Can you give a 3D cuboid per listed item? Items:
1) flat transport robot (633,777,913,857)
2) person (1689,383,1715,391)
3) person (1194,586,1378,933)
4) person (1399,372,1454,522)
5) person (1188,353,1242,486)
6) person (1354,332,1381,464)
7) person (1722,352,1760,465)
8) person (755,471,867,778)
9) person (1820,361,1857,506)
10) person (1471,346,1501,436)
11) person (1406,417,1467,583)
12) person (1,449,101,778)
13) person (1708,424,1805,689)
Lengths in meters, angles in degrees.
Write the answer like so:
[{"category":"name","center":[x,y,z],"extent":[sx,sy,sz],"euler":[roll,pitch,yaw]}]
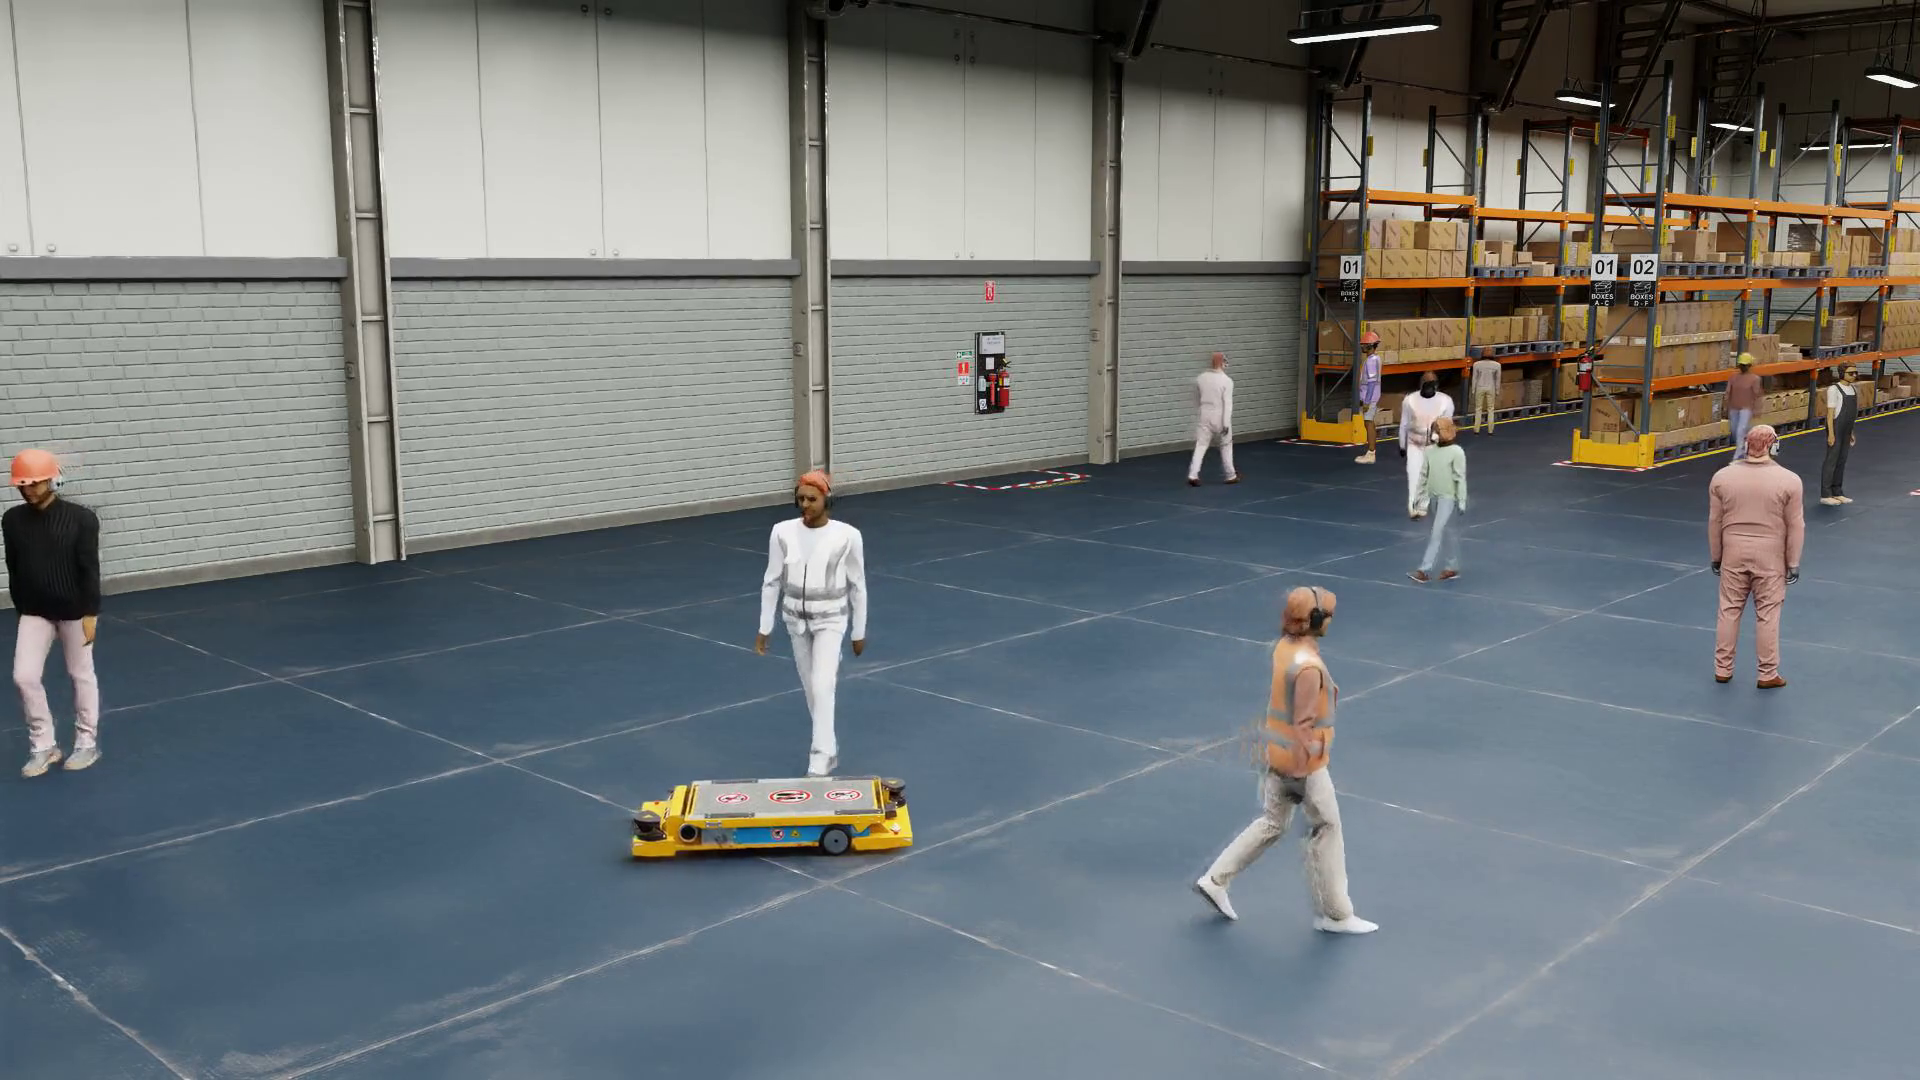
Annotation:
[{"category":"flat transport robot","center":[-0.986,1.458,8.844],"extent":[1.431,0.197,0.652],"euler":[-1,9,-5]},{"category":"person","center":[13.798,-2.984,31.017],"extent":[0.586,1.882,0.341],"euler":[9,13,43]},{"category":"person","center":[1.488,0.999,7.587],"extent":[0.765,1.611,0.517],"euler":[-1,9,-4]},{"category":"person","center":[5.604,-1.123,20.018],"extent":[0.613,1.783,0.981],"euler":[2,9,11]},{"category":"person","center":[3.530,-1.667,23.089],"extent":[0.649,1.866,0.983],"euler":[9,13,43]},{"category":"person","center":[6.310,-2.198,25.739],"extent":[0.374,2.042,0.615],"euler":[3,10,19]},{"category":"person","center":[12.077,-2.026,25.622],"extent":[0.632,1.744,0.531],"euler":[-7,11,-35]},{"category":"person","center":[-0.896,0.538,9.654],"extent":[0.584,1.850,0.859],"euler":[4,10,22]},{"category":"person","center":[11.270,-1.366,21.274],"extent":[0.509,1.846,0.342],"euler":[-6,11,-32]},{"category":"person","center":[9.450,-2.670,29.895],"extent":[0.493,1.624,0.280],"euler":[2,9,10]},{"category":"person","center":[4.551,-0.373,15.983],"extent":[0.825,1.596,0.523],"euler":[-4,10,-25]},{"category":"person","center":[-5.402,0.436,9.902],"extent":[0.612,1.965,0.634],"euler":[0,9,-3]},{"category":"person","center":[5.753,0.119,12.031],"extent":[0.643,1.911,0.411],"euler":[8,12,40]}]
